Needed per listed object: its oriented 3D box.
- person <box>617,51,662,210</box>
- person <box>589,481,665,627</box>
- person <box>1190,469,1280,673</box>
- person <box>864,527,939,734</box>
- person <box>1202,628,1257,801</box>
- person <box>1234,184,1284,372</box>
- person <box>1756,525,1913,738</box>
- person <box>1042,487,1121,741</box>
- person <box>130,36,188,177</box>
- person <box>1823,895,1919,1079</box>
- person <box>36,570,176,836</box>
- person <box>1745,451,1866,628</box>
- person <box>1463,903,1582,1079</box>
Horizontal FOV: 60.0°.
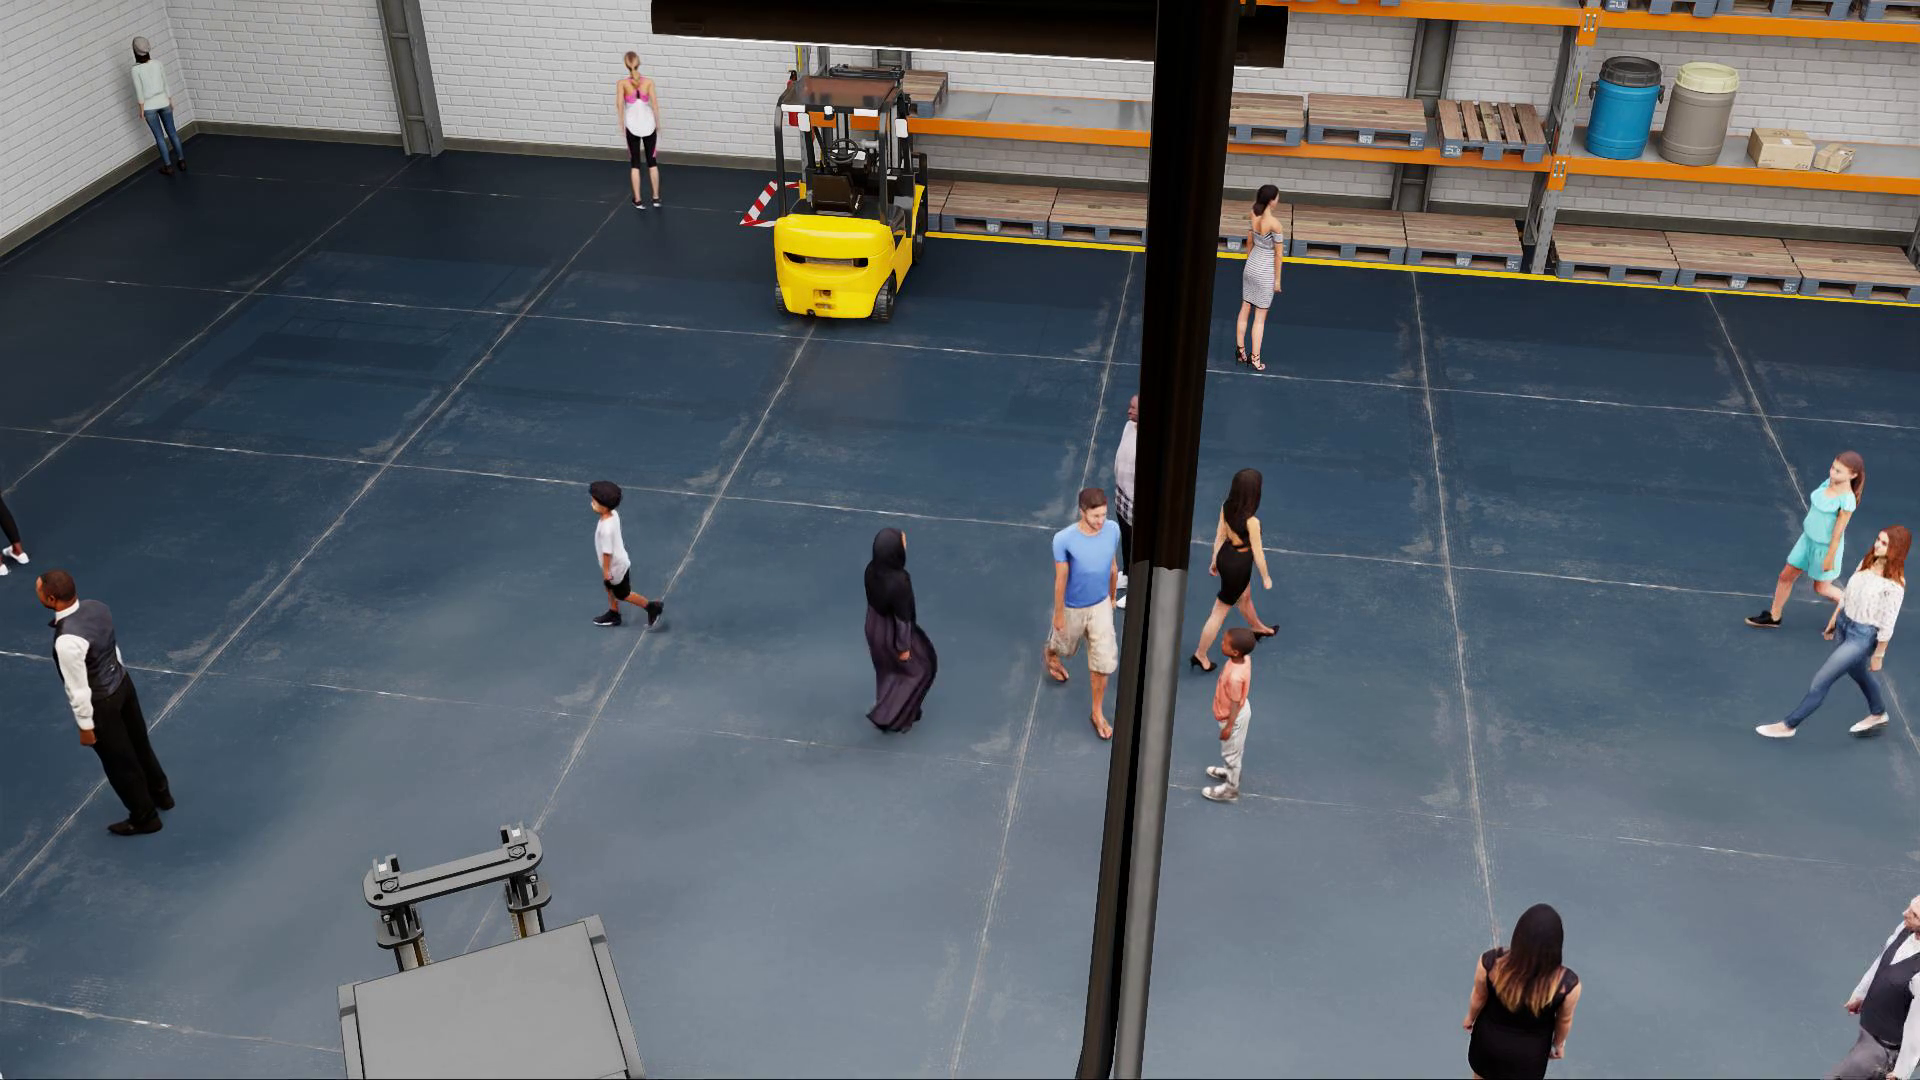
[{"bbox_3d":[-3.624,-4.653,18.882,0.603,1.783,0.740,-9,35,-13],"label":"person"},{"bbox_3d":[-2.475,0.136,12.163,0.824,1.245,0.599,-2,34,-3],"label":"person"},{"bbox_3d":[1.845,0.265,11.638,1.085,1.611,0.915,-13,36,-19],"label":"person"},{"bbox_3d":[-0.515,0.622,11.104,0.893,1.608,0.833,-20,39,-28],"label":"person"},{"bbox_3d":[1.758,1.101,10.652,0.487,1.310,0.514,9,35,14],"label":"person"},{"bbox_3d":[2.792,-2.459,15.546,0.726,1.822,0.675,-20,38,-27],"label":"person"},{"bbox_3d":[6.015,0.645,11.000,1.192,1.685,0.744,-1,34,-2],"label":"person"},{"bbox_3d":[0.796,0.380,11.260,1.208,1.838,1.094,-11,35,-16],"label":"person"},{"bbox_3d":[-9.573,-5.182,19.802,0.644,1.645,0.645,24,40,31],"label":"person"},{"bbox_3d":[4.629,2.434,8.092,0.769,1.924,0.755,12,35,18],"label":"person"},{"bbox_3d":[-5.280,0.993,10.267,0.659,1.917,0.738,-2,34,-3],"label":"person"},{"bbox_3d":[6.317,0.044,12.042,1.060,1.532,0.639,1,34,1],"label":"person"},{"bbox_3d":[2.736,2.471,8.226,0.595,1.715,0.749,12,35,17],"label":"person"}]
